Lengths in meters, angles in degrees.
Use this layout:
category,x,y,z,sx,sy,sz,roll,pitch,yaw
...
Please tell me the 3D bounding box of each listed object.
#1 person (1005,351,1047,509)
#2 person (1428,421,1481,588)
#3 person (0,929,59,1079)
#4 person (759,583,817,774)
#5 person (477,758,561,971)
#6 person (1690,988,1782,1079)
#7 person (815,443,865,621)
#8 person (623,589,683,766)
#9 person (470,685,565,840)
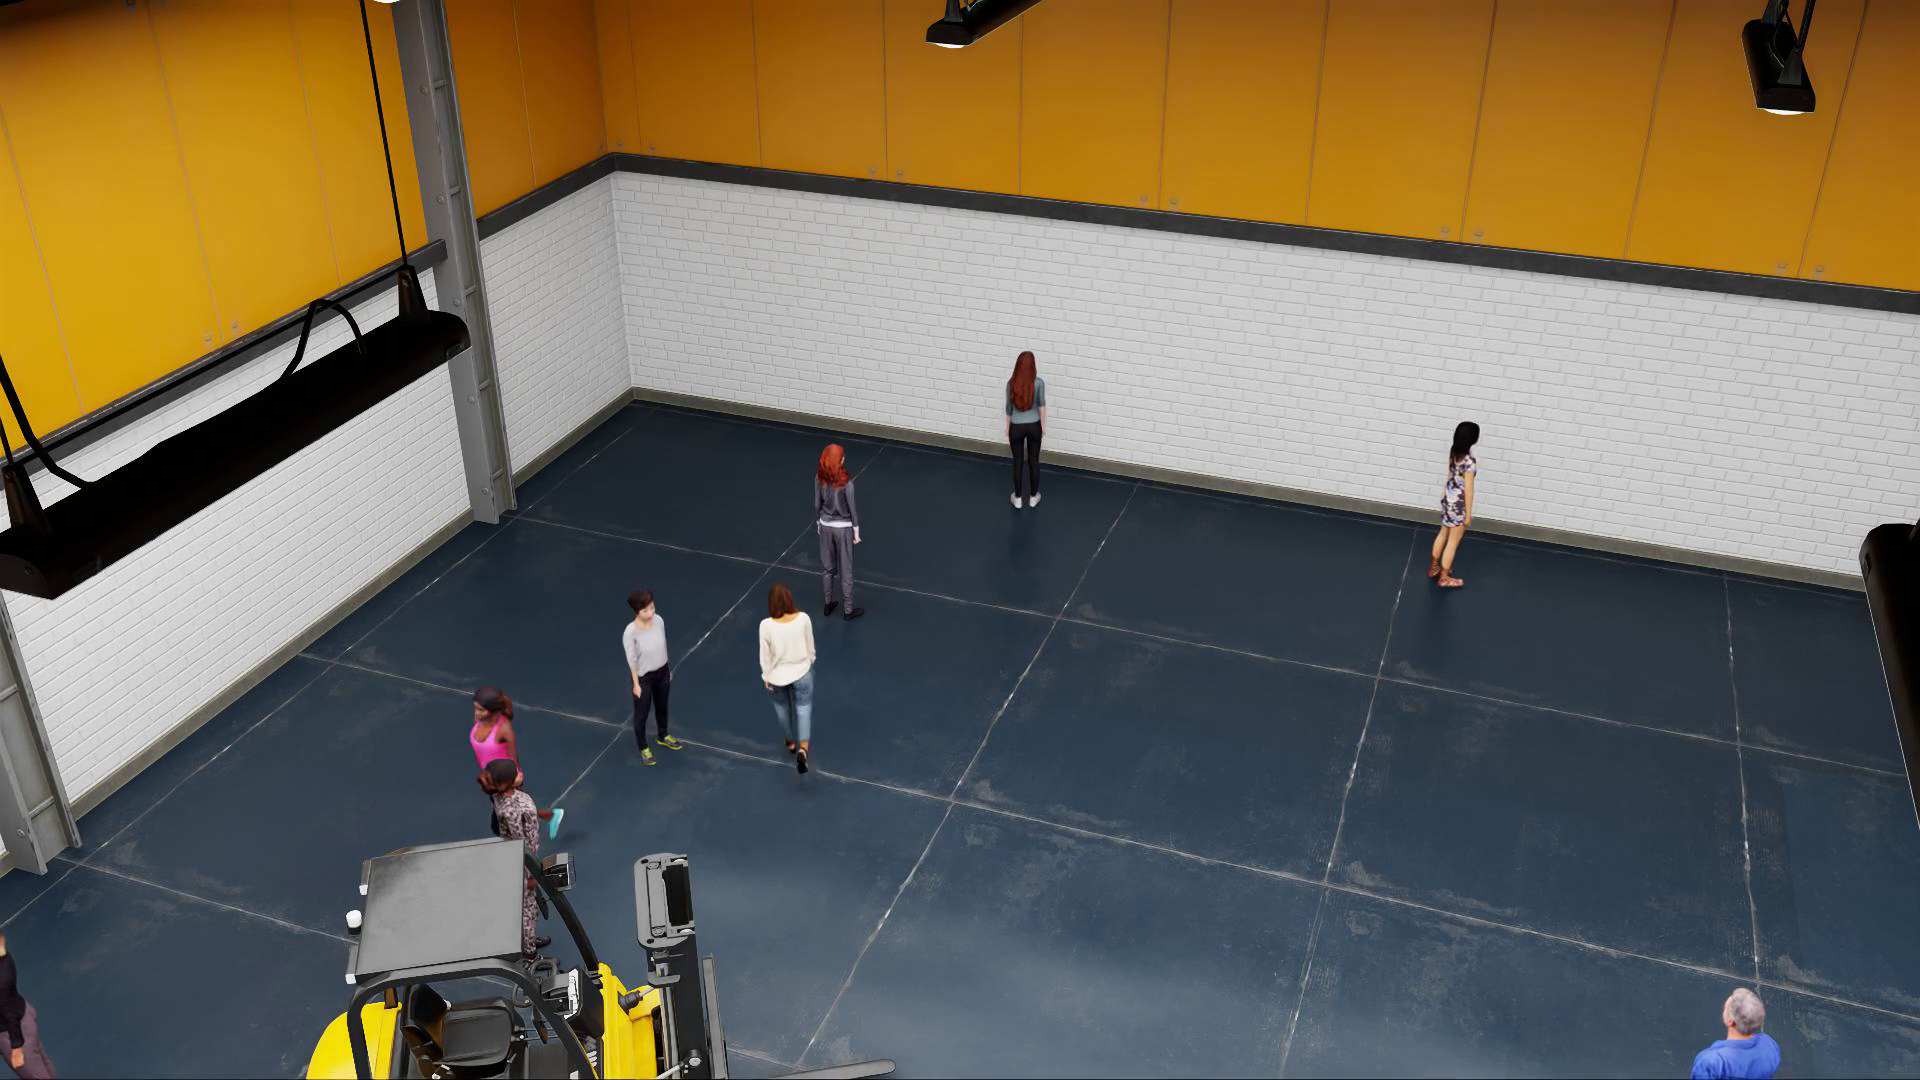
category,x,y,z,sx,sy,sz,roll,pitch,yaw
person,0.685,-1.164,17.506,0.653,1.742,0.636,0,29,0
person,4.773,-0.352,16.026,0.731,1.735,0.622,-5,29,-8
person,-5.655,2.966,10.008,0.719,1.672,0.675,-16,32,-26
person,-1.358,1.127,13.389,0.890,1.663,1.037,-6,29,-10
person,-3.015,2.200,11.369,0.742,1.713,0.679,-12,31,-21
person,4.224,3.274,9.284,0.783,1.824,0.814,-10,30,-18
person,-1.148,-0.083,15.487,0.612,1.779,0.524,14,32,24
person,-2.543,1.081,13.588,0.665,1.553,0.526,22,35,34
person,-3.288,1.742,12.227,0.786,1.696,1.084,19,34,31
